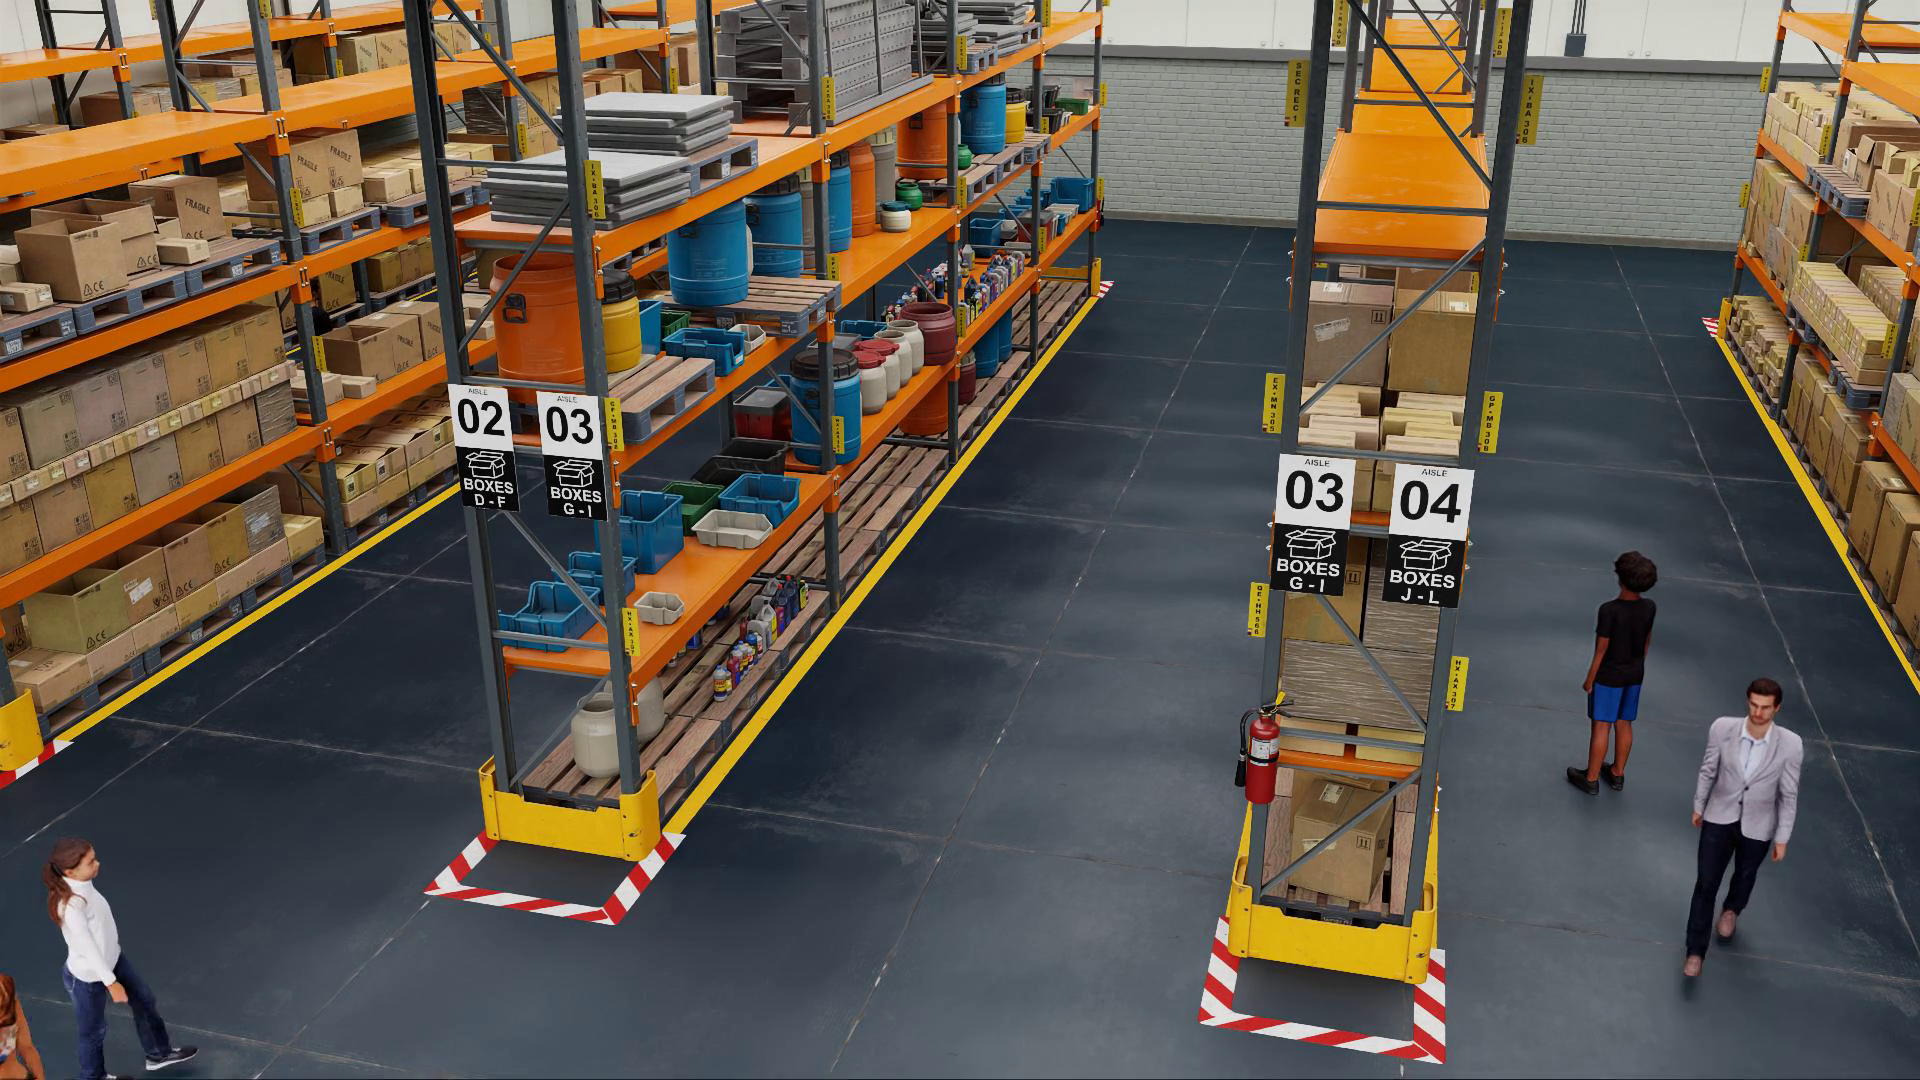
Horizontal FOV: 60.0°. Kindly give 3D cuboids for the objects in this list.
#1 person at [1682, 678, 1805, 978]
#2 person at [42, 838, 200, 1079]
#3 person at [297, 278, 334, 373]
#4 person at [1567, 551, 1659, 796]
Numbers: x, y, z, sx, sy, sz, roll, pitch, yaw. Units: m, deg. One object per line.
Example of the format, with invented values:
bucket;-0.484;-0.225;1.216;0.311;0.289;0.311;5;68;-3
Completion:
person;4.611;1.625;9.781;0.925;1.801;1.258;13;26;29
person;-4.571;2.240;8.624;0.801;1.538;0.816;-5;23;-11
person;-7.156;-2.009;18.593;0.678;1.856;0.570;9;24;21
person;4.555;0.920;11.508;0.703;1.799;0.737;-6;23;-15
